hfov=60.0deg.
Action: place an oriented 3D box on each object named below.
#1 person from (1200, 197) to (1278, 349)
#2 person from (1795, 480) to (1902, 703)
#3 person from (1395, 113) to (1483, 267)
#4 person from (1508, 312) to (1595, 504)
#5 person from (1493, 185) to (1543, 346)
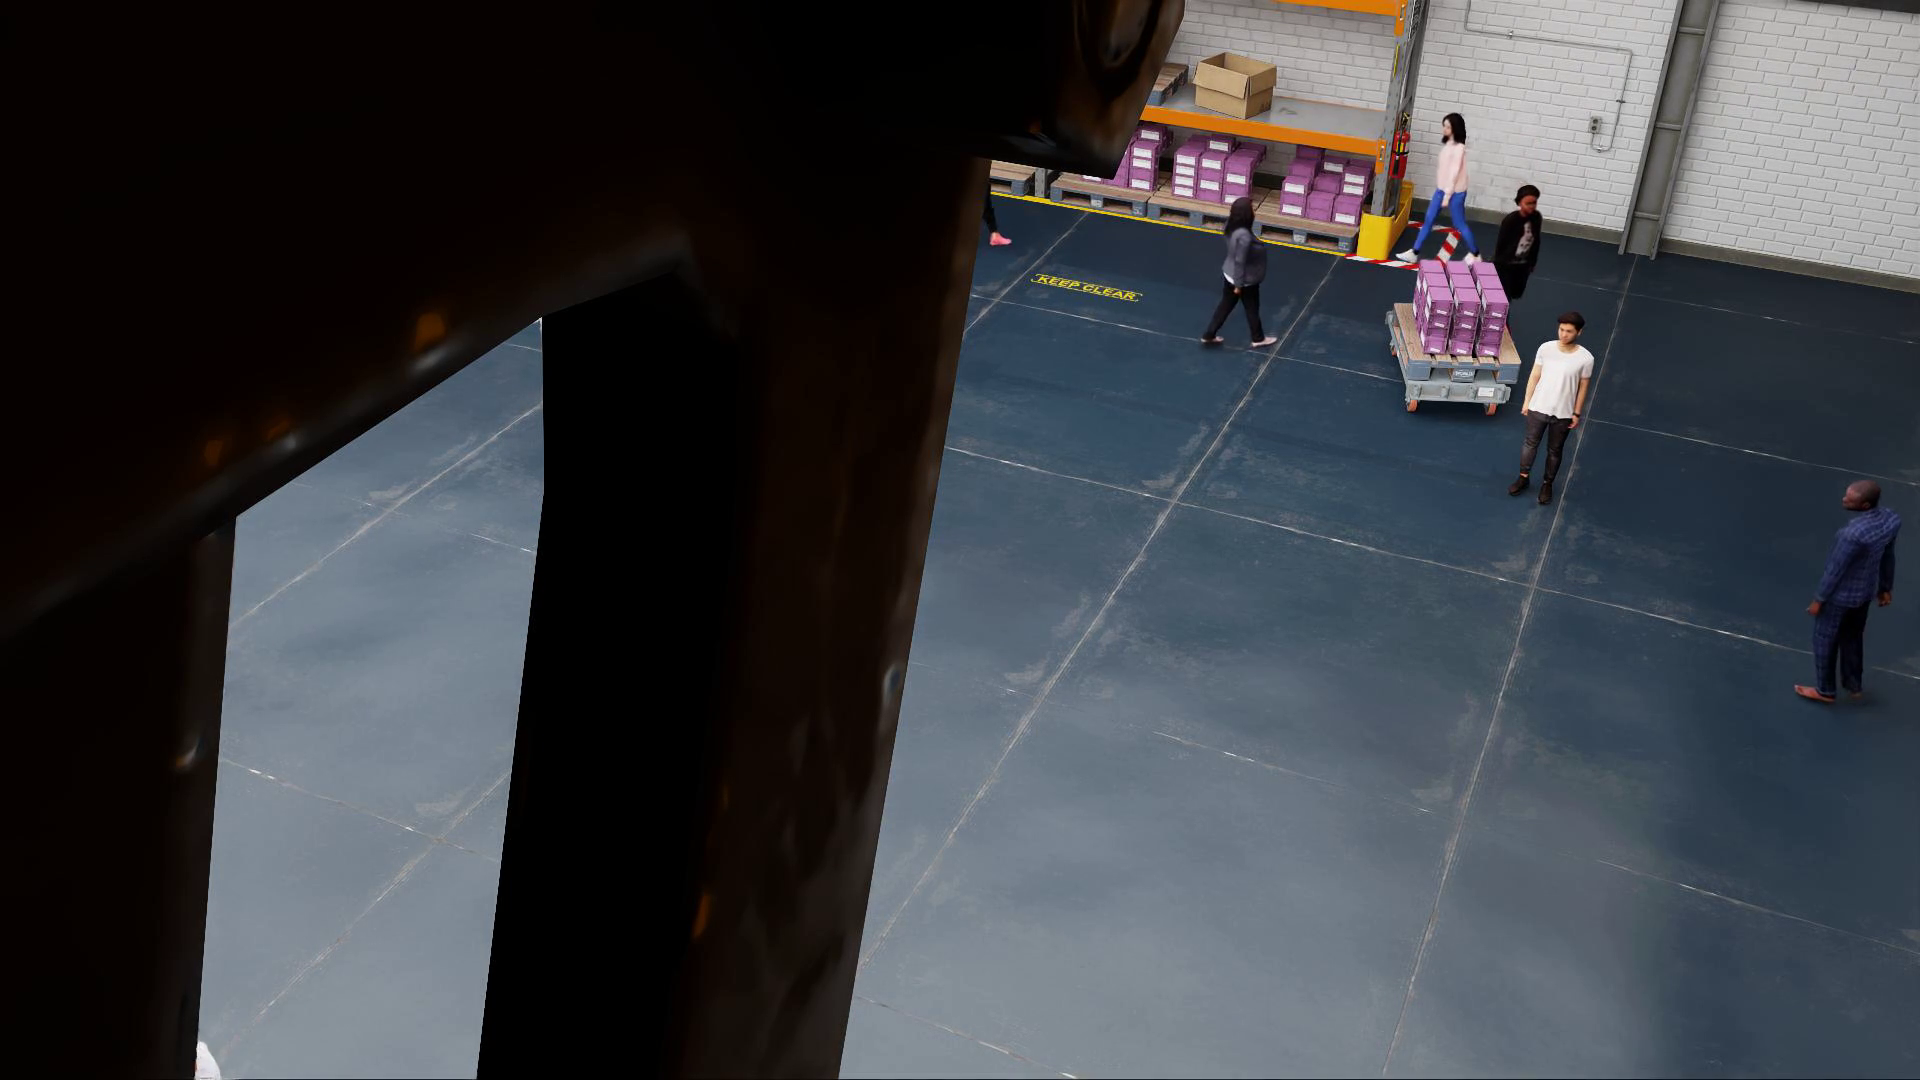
[{"bbox_3d":[2.667,-2.570,16.222,1.112,1.562,1.025,-8,34,-12],"label":"person"},{"bbox_3d":[6.238,0.385,11.574,0.908,1.785,0.928,-8,34,-12],"label":"person"},{"bbox_3d":[5.349,-3.698,17.781,1.274,1.715,1.026,2,34,3],"label":"person"},{"bbox_3d":[4.967,-1.128,13.909,0.514,1.722,0.716,20,39,27],"label":"person"},{"bbox_3d":[5.423,-2.755,16.415,0.969,1.656,0.979,-8,34,-12],"label":"person"}]
